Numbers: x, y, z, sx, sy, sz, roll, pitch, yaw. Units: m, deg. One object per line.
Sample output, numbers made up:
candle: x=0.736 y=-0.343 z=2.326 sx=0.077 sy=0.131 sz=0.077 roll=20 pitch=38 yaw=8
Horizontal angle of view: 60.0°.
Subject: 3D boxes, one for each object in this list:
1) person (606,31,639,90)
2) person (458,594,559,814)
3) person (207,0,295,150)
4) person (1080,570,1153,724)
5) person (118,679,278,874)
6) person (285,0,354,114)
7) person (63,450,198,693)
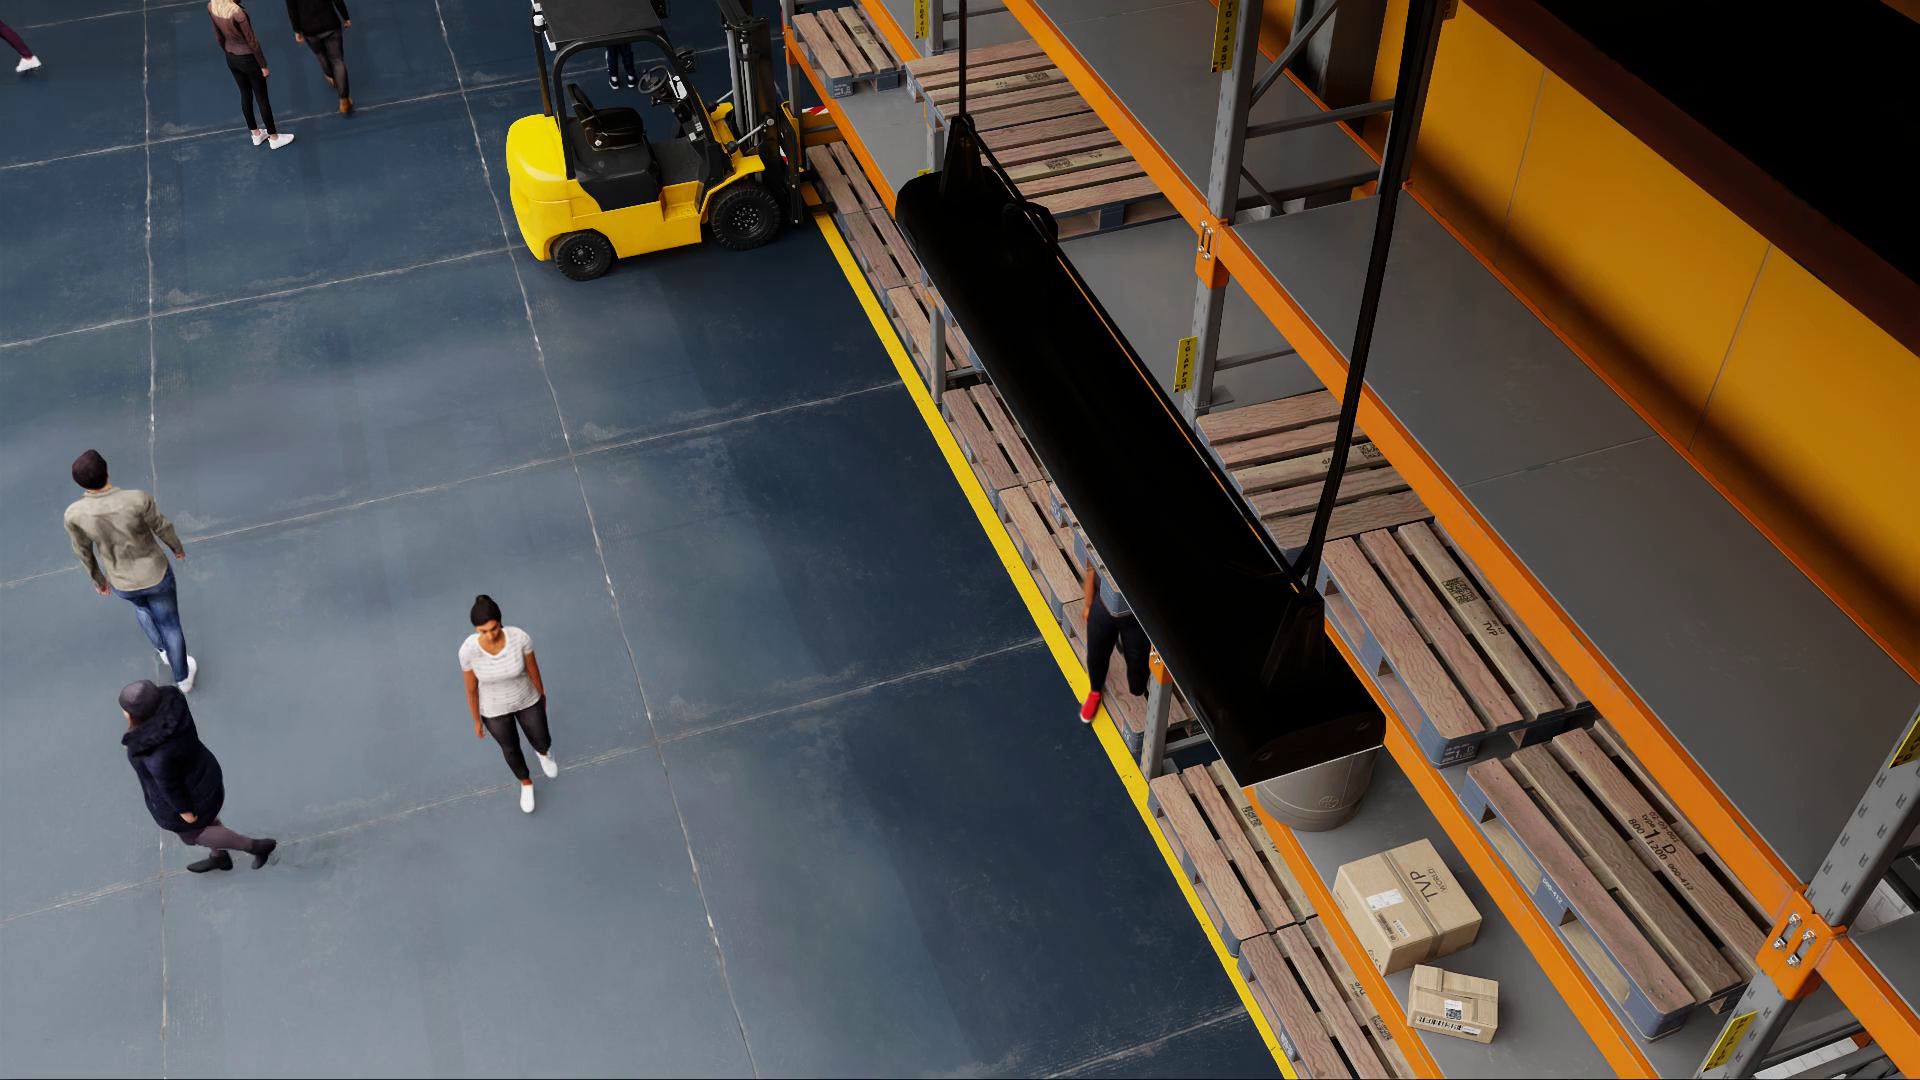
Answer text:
person: x=-3.408 y=-5.077 z=16.437 sx=0.523 sy=1.255 sz=0.500 roll=-8 pitch=44 yaw=-9
person: x=-2.688 y=0.914 z=9.872 sx=0.602 sy=1.637 sz=0.665 roll=-11 pitch=45 yaw=-12
person: x=-6.657 y=-4.452 z=15.455 sx=0.661 sy=1.704 sz=0.723 roll=18 pitch=47 yaw=18
person: x=1.005 y=0.448 z=10.231 sx=0.773 sy=1.815 sz=0.814 roll=13 pitch=45 yaw=13
person: x=-4.302 y=1.362 z=9.381 sx=0.816 sy=1.665 sz=0.818 roll=-6 pitch=44 yaw=-6
person: x=-6.136 y=-4.917 z=15.962 sx=0.665 sy=1.679 sz=1.071 roll=-12 pitch=45 yaw=-13
person: x=-5.140 y=0.272 z=10.394 sx=0.734 sy=1.846 sz=0.805 roll=-9 pitch=44 yaw=-9
